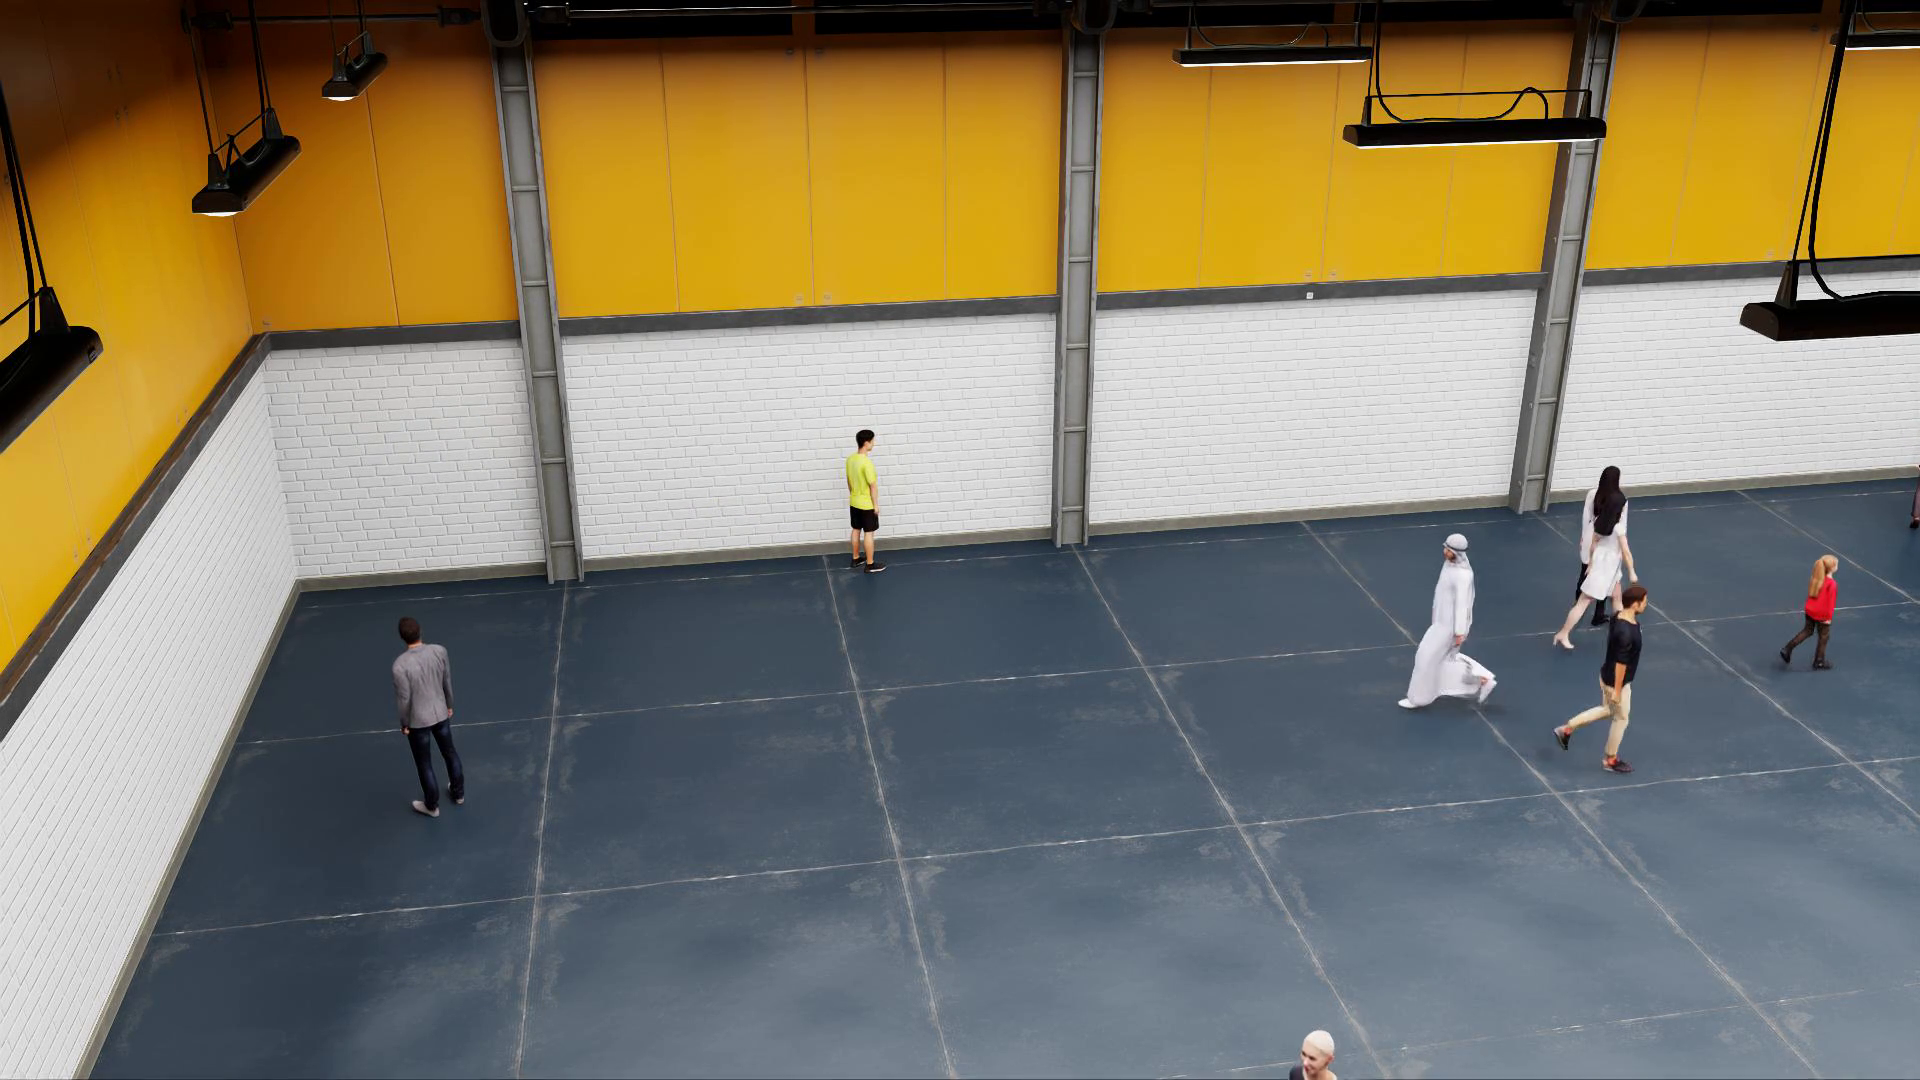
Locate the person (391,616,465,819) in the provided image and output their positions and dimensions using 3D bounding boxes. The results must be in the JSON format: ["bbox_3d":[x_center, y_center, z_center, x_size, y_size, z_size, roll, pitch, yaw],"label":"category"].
[{"bbox_3d":[-4.640,1.524,14.483,0.840,1.871,0.753,20,31,38],"label":"person"}]

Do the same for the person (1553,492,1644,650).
[{"bbox_3d":[6.593,0.386,17.290,1.202,1.708,0.588,-3,24,-7],"label":"person"}]

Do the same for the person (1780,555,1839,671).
[{"bbox_3d":[8.742,0.748,17.009,0.780,1.270,0.509,-5,24,-11],"label":"person"}]

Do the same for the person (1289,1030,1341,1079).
[{"bbox_3d":[2.136,3.617,9.894,0.925,1.711,1.019,20,30,38],"label":"person"}]

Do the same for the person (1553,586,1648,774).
[{"bbox_3d":[5.873,1.262,15.136,1.069,1.828,0.873,6,24,13],"label":"person"}]

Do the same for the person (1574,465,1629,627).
[{"bbox_3d":[6.893,0.048,17.939,0.679,1.807,0.724,18,29,35],"label":"person"}]

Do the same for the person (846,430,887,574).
[{"bbox_3d":[-1.118,-0.457,19.222,0.717,1.705,0.703,-21,31,-39],"label":"person"}]

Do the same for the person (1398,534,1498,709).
[{"bbox_3d":[4.813,0.820,16.069,1.230,1.891,0.864,3,24,6],"label":"person"}]
